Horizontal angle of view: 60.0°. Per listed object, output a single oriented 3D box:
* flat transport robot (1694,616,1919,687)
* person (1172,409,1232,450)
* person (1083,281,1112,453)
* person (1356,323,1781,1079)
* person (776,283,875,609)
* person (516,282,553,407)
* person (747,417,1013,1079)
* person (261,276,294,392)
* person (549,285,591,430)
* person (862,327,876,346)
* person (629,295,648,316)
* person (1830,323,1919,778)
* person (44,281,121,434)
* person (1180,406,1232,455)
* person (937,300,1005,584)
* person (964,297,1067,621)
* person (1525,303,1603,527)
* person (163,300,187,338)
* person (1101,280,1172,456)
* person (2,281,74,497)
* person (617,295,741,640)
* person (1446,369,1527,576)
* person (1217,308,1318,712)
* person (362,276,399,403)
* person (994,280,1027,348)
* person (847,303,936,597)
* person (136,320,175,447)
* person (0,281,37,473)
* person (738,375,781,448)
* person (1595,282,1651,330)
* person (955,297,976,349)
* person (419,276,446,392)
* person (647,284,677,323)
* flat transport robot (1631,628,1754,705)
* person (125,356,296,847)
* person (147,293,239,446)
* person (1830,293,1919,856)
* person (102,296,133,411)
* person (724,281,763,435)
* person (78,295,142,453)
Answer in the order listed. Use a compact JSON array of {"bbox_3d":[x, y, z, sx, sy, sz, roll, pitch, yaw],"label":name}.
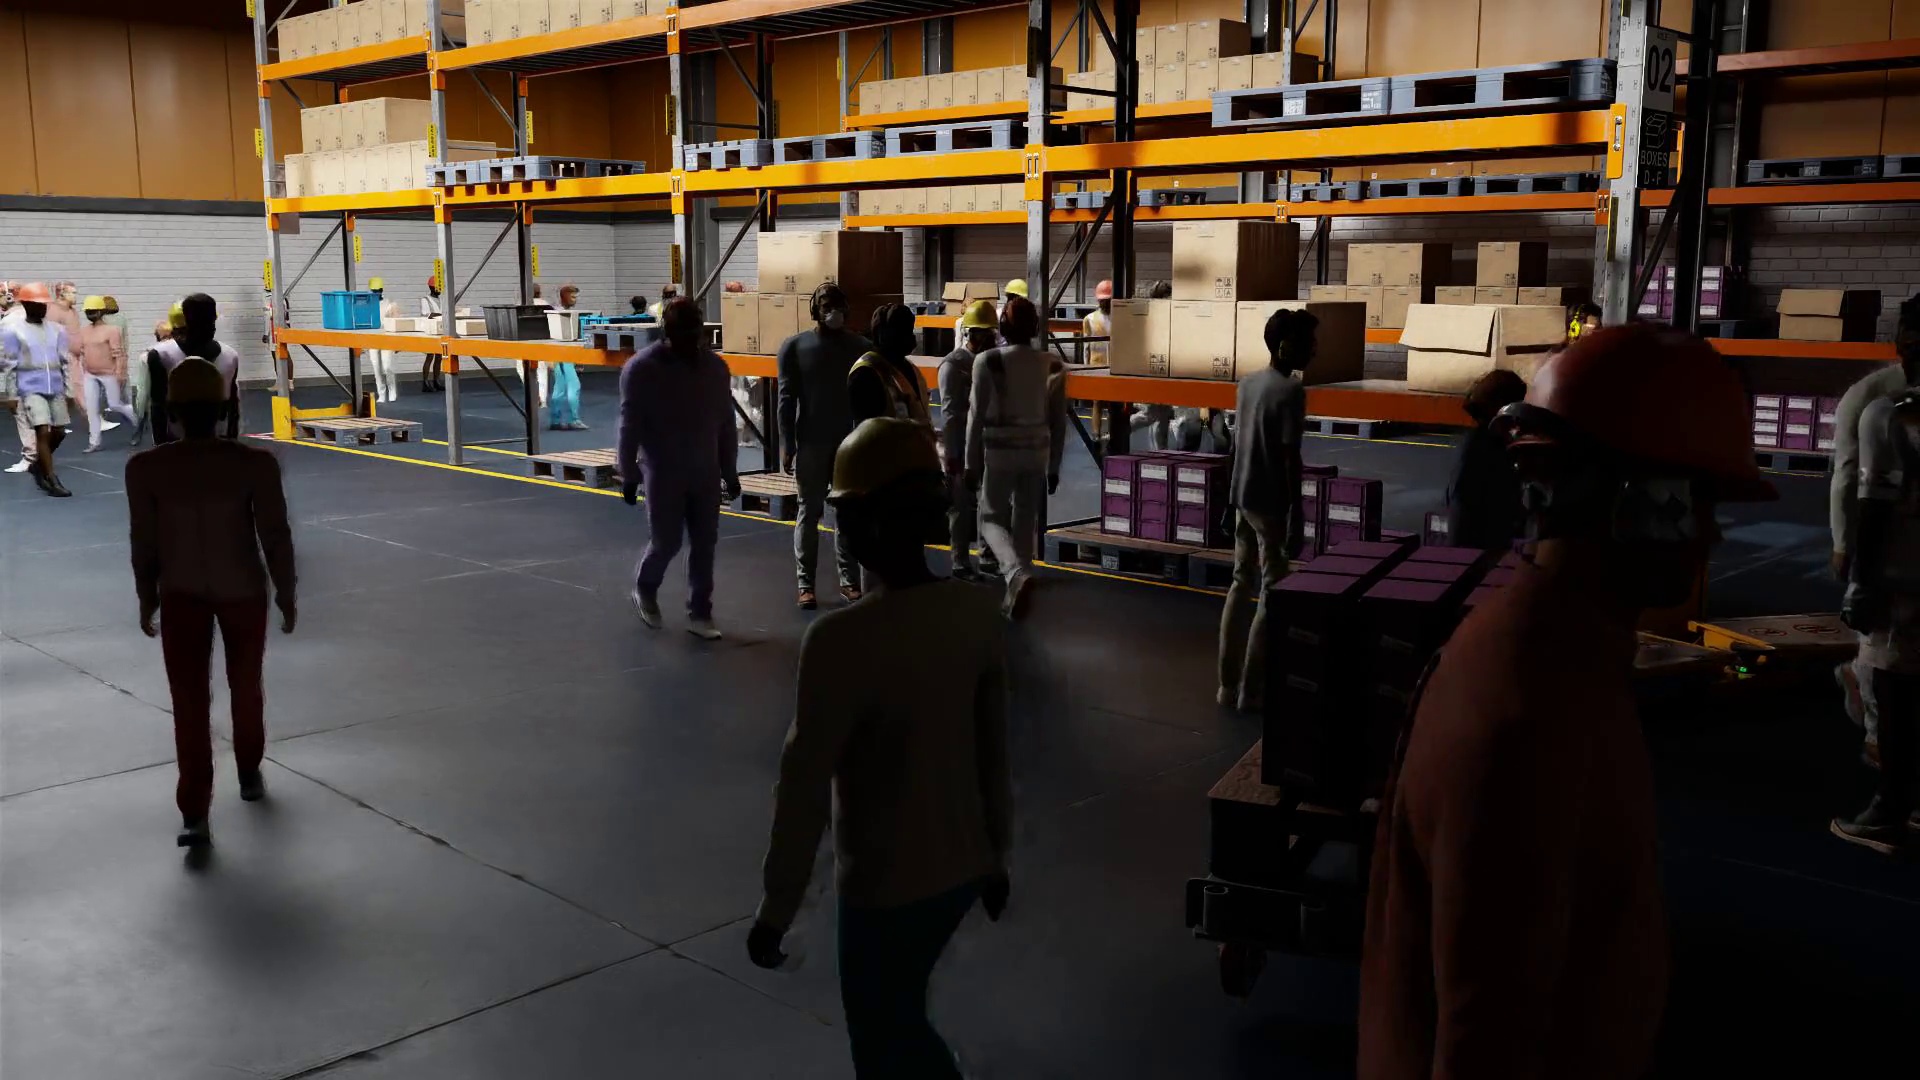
[{"bbox_3d":[4.360,0.534,8.348,1.431,0.197,0.652,-2,9,-12],"label":"flat transport robot"},{"bbox_3d":[2.746,-1.857,18.590,0.677,1.720,0.483,8,12,39],"label":"person"},{"bbox_3d":[1.613,-1.881,18.239,0.551,1.875,1.008,1,9,6],"label":"person"},{"bbox_3d":[0.686,0.722,2.026,0.477,1.958,0.640,4,10,23],"label":"person"},{"bbox_3d":[-0.779,-0.561,9.964,0.630,1.940,0.370,-3,10,-18],"label":"person"},{"bbox_3d":[-6.207,-2.835,24.255,0.650,1.823,0.464,-8,12,-41],"label":"person"},{"bbox_3d":[-0.131,0.644,3.176,0.373,1.749,0.541,6,11,32],"label":"person"},{"bbox_3d":[-11.265,-3.455,27.384,0.391,2.045,0.608,3,10,20],"label":"person"},{"bbox_3d":[-4.863,-2.266,20.803,0.712,1.809,0.583,0,9,-1],"label":"person"},{"bbox_3d":[-0.504,-0.539,10.601,0.510,1.667,0.637,7,12,38],"label":"person"},{"bbox_3d":[-4.531,-2.571,23.118,0.624,1.661,0.567,7,12,39],"label":"person"},{"bbox_3d":[3.811,-0.029,6.776,0.656,1.917,0.615,-1,9,-4],"label":"person"},{"bbox_3d":[-10.802,-2.212,20.327,0.982,1.863,0.664,-2,9,-11],"label":"person"},{"bbox_3d":[2.130,-1.160,14.011,0.760,1.814,0.530,4,10,24],"label":"person"},{"bbox_3d":[0.126,-0.623,10.714,0.595,1.827,0.403,-9,13,-43],"label":"person"},{"bbox_3d":[0.347,-0.429,9.377,0.617,1.866,0.619,-3,10,-20],"label":"person"},{"bbox_3d":[3.961,-0.629,10.806,0.487,1.803,1.015,-7,11,-35],"label":"person"},{"bbox_3d":[-5.373,-0.764,11.625,0.754,1.795,0.631,-2,10,-13],"label":"person"},{"bbox_3d":[1.862,-1.645,16.690,0.759,1.919,0.638,4,10,22],"label":"person"},{"bbox_3d":[-8.240,-1.351,14.887,0.812,1.915,0.557,6,11,32],"label":"person"},{"bbox_3d":[-1.546,-0.389,9.079,0.688,1.883,0.511,-7,12,-37],"label":"person"},{"bbox_3d":[2.204,0.061,7.176,0.658,1.605,0.568,8,12,41],"label":"person"},{"bbox_3d":[1.401,-0.131,7.621,0.381,1.848,0.581,-4,10,-22],"label":"person"},{"bbox_3d":[-8.761,-3.010,25.084,0.594,1.911,0.433,0,9,-1],"label":"person"},{"bbox_3d":[0.595,-1.960,18.659,0.579,1.902,0.478,-9,13,-43],"label":"person"},{"bbox_3d":[-0.343,-0.329,8.838,0.429,1.844,0.627,4,10,21],"label":"person"},{"bbox_3d":[-6.486,-1.011,13.723,0.543,1.609,0.778,-7,12,-38],"label":"person"},{"bbox_3d":[-9.406,-1.626,16.603,0.410,1.905,0.641,-3,10,-17],"label":"person"},{"bbox_3d":[-2.269,-1.831,18.704,0.524,1.622,0.613,-9,13,-43],"label":"person"},{"bbox_3d":[5.397,-1.159,13.518,0.619,1.982,1.070,-6,11,-34],"label":"person"},{"bbox_3d":[0.158,-2.577,23.283,0.497,1.629,0.276,-4,10,-24],"label":"person"},{"bbox_3d":[-8.625,-3.385,27.363,0.461,1.916,0.537,4,10,21],"label":"person"},{"bbox_3d":[-3.875,-2.515,22.324,0.655,1.808,0.782,-1,9,-9],"label":"person"},{"bbox_3d":[2.976,0.623,7.806,1.431,0.197,0.652,-5,11,-28],"label":"flat transport robot"},{"bbox_3d":[-2.691,0.195,6.019,0.540,1.714,0.929,-4,10,-22],"label":"person"},{"bbox_3d":[-4.954,-0.659,10.758,0.970,1.878,0.604,8,12,42],"label":"person"},{"bbox_3d":[3.357,0.113,5.807,0.609,1.953,0.408,-3,10,-15],"label":"person"},{"bbox_3d":[-12.064,-2.651,23.709,0.268,1.632,0.507,4,10,21],"label":"person"},{"bbox_3d":[-2.650,-2.179,20.087,0.478,1.873,0.575,2,10,13],"label":"person"},{"bbox_3d":[-9.493,-1.854,18.500,0.527,1.744,0.746,2,9,12],"label":"person"}]
